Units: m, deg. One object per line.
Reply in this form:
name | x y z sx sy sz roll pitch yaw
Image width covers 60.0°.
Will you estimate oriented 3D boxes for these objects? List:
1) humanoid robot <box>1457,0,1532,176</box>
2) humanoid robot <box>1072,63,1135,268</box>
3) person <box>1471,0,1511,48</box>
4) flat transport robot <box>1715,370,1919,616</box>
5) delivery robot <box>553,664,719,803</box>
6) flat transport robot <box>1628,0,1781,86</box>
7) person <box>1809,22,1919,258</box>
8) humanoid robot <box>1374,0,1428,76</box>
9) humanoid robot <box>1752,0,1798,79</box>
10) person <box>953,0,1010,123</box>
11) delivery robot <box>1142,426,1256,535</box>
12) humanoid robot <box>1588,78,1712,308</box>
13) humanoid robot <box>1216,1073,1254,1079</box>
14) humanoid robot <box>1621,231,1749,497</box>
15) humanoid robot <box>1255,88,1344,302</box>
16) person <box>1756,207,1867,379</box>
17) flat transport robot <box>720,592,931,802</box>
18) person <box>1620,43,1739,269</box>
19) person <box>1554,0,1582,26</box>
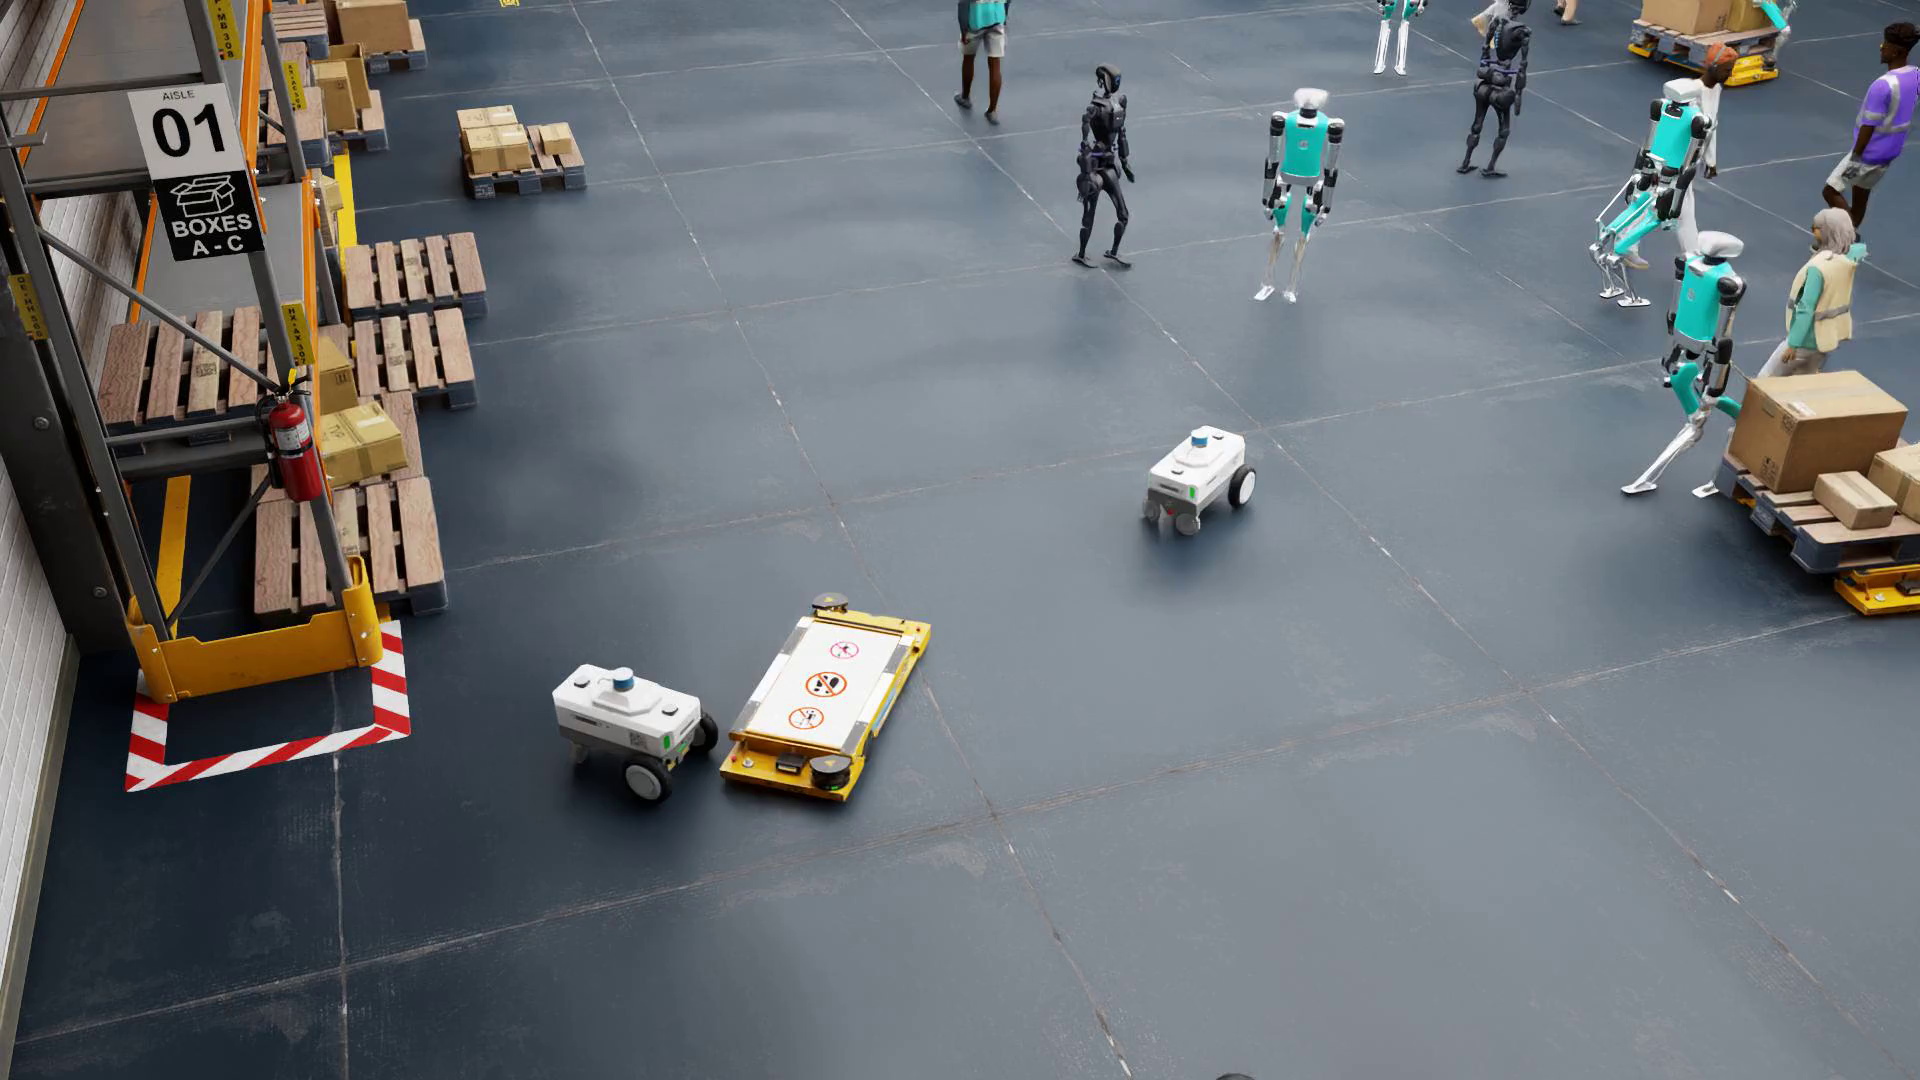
humanoid robot | 4.767 -4.063 14.796 0.361 1.648 0.601 -14 36 -21
humanoid robot | 1.123 -2.920 13.051 0.455 1.643 0.601 26 41 33
person | 5.941 -6.249 17.989 0.464 1.862 0.460 14 36 20
flat transport robot | 5.280 -0.046 9.929 0.659 0.231 1.431 -6 34 -8
delivery robot | -1.599 0.907 8.223 0.785 0.614 0.525 14 36 21
flat transport robot | 7.950 -5.184 17.809 0.659 0.231 1.431 -16 37 -23
person | 7.130 -3.081 13.042 0.631 1.953 0.454 -20 38 -28
humanoid robot | 4.543 -5.647 17.052 0.533 1.677 0.735 6 34 10
humanoid robot | 8.513 -5.714 17.293 0.831 1.798 0.586 13 35 19
person | 0.208 -5.080 16.152 0.561 1.909 0.855 -7 34 -11
delivery robot | 1.463 -0.405 10.222 0.504 0.600 0.771 21 39 29
humanoid robot | 4.984 -2.524 12.264 0.735 1.677 0.533 -12 35 -18
humanoid robot | 0.815 2.273 5.085 0.321 1.645 0.608 26 41 34
humanoid robot | 4.627 -1.042 10.132 0.885 1.780 0.558 -8 34 -13
humanoid robot | 2.551 -2.573 12.503 0.536 1.812 0.779 9 34 13
person | 5.342 -1.247 10.458 0.501 1.691 0.416 -23 39 -30
flat transport robot | -0.670 0.787 8.651 0.659 0.231 1.431 9 34 14
person | 5.693 -2.899 12.865 0.987 1.833 0.593 26 41 34
person | 7.111 -6.674 18.822 0.454 1.652 0.498 -14 36 -21
